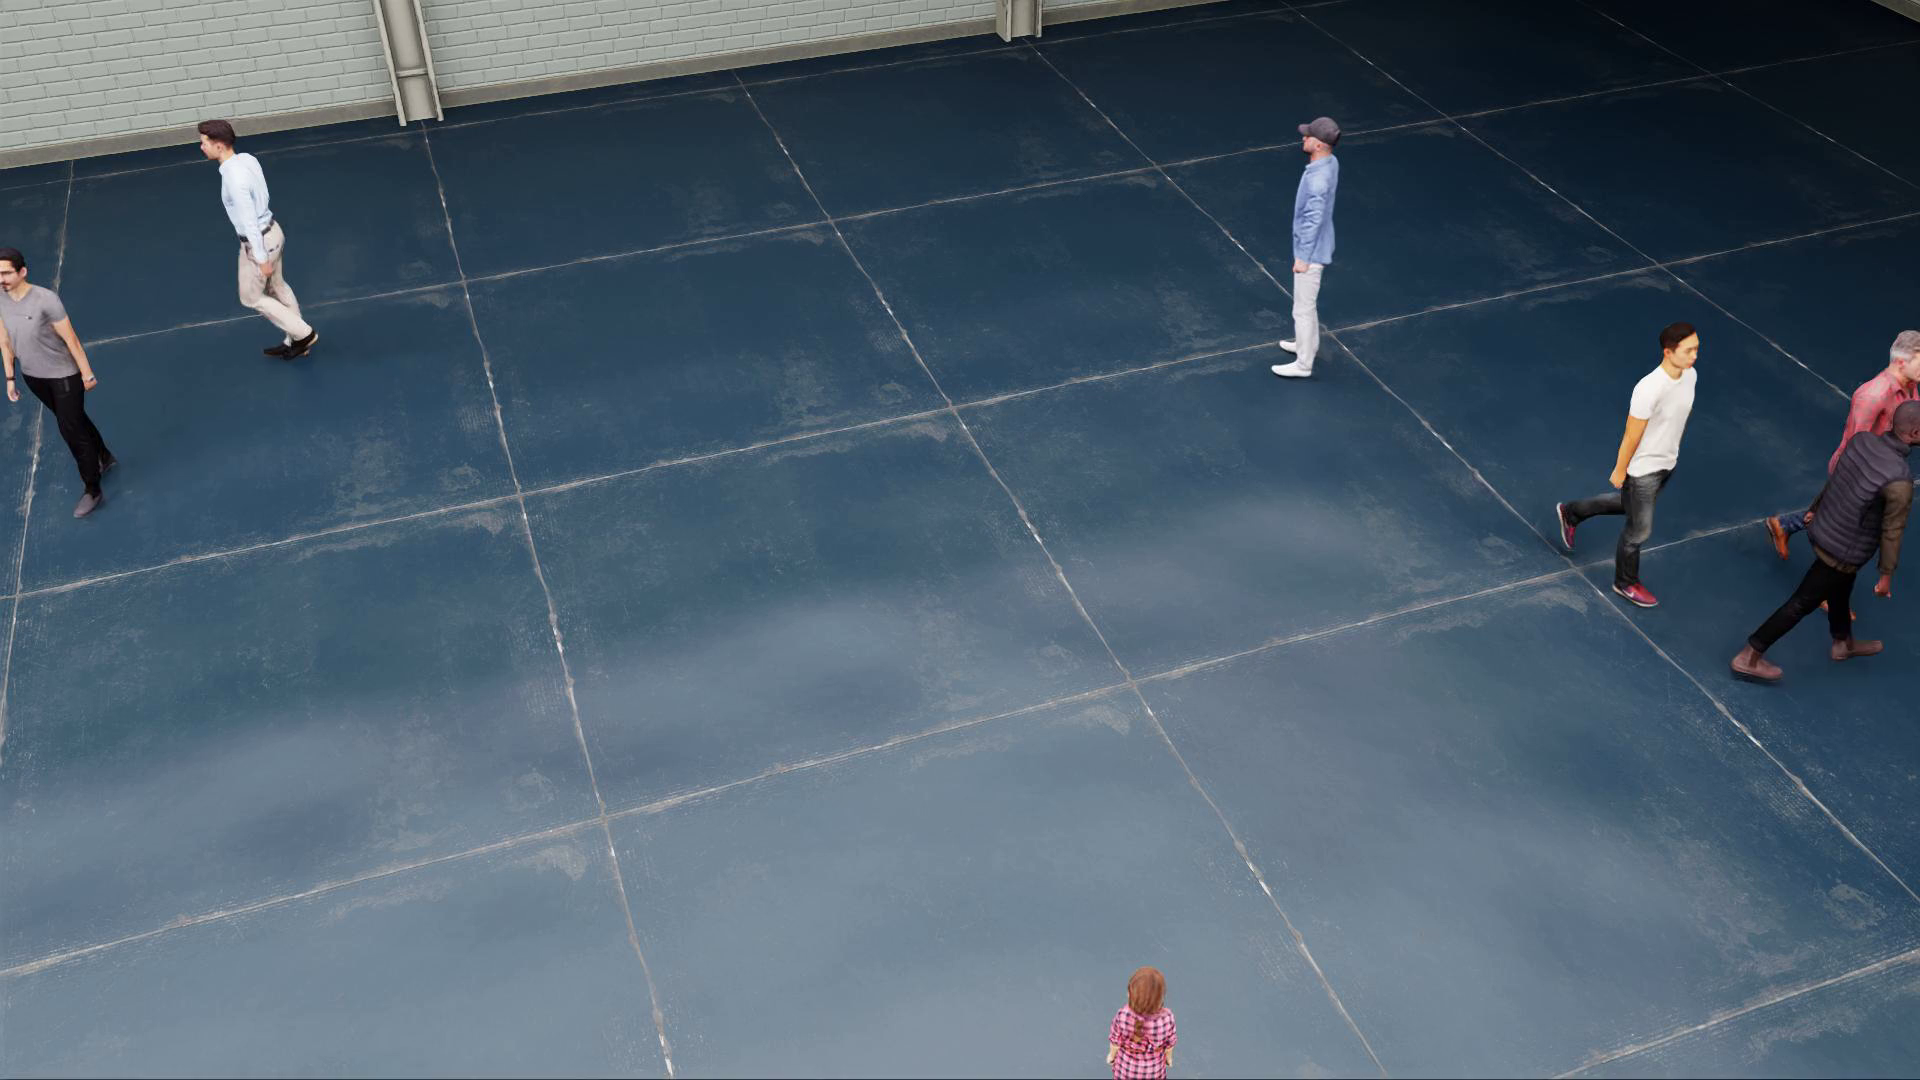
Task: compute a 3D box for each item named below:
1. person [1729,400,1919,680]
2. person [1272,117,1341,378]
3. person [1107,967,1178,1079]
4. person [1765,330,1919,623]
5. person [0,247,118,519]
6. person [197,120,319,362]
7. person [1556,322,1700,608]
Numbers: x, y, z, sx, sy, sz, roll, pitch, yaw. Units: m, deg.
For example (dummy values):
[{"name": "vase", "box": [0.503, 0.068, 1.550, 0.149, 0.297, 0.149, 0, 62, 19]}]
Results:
[{"name": "person", "box": [4.655, 0.033, 8.970, 1.258, 1.786, 1.066, 0, 38, 0]}, {"name": "person", "box": [2.446, -2.022, 11.518, 0.791, 1.883, 0.758, 11, 39, 14]}, {"name": "person", "box": [0.743, 2.134, 6.905, 0.455, 1.021, 0.548, 1, 38, 1]}, {"name": "person", "box": [5.084, -0.427, 9.536, 1.022, 1.813, 0.948, -25, 45, -29]}, {"name": "person", "box": [-5.648, -1.092, 10.451, 0.953, 1.734, 0.949, 9, 39, 11]}, {"name": "person", "box": [-4.806, -2.071, 11.620, 0.739, 1.835, 0.717, -5, 38, -6]}, {"name": "person", "box": [3.903, -0.491, 9.642, 1.078, 1.783, 0.927, -26, 45, -29]}]
